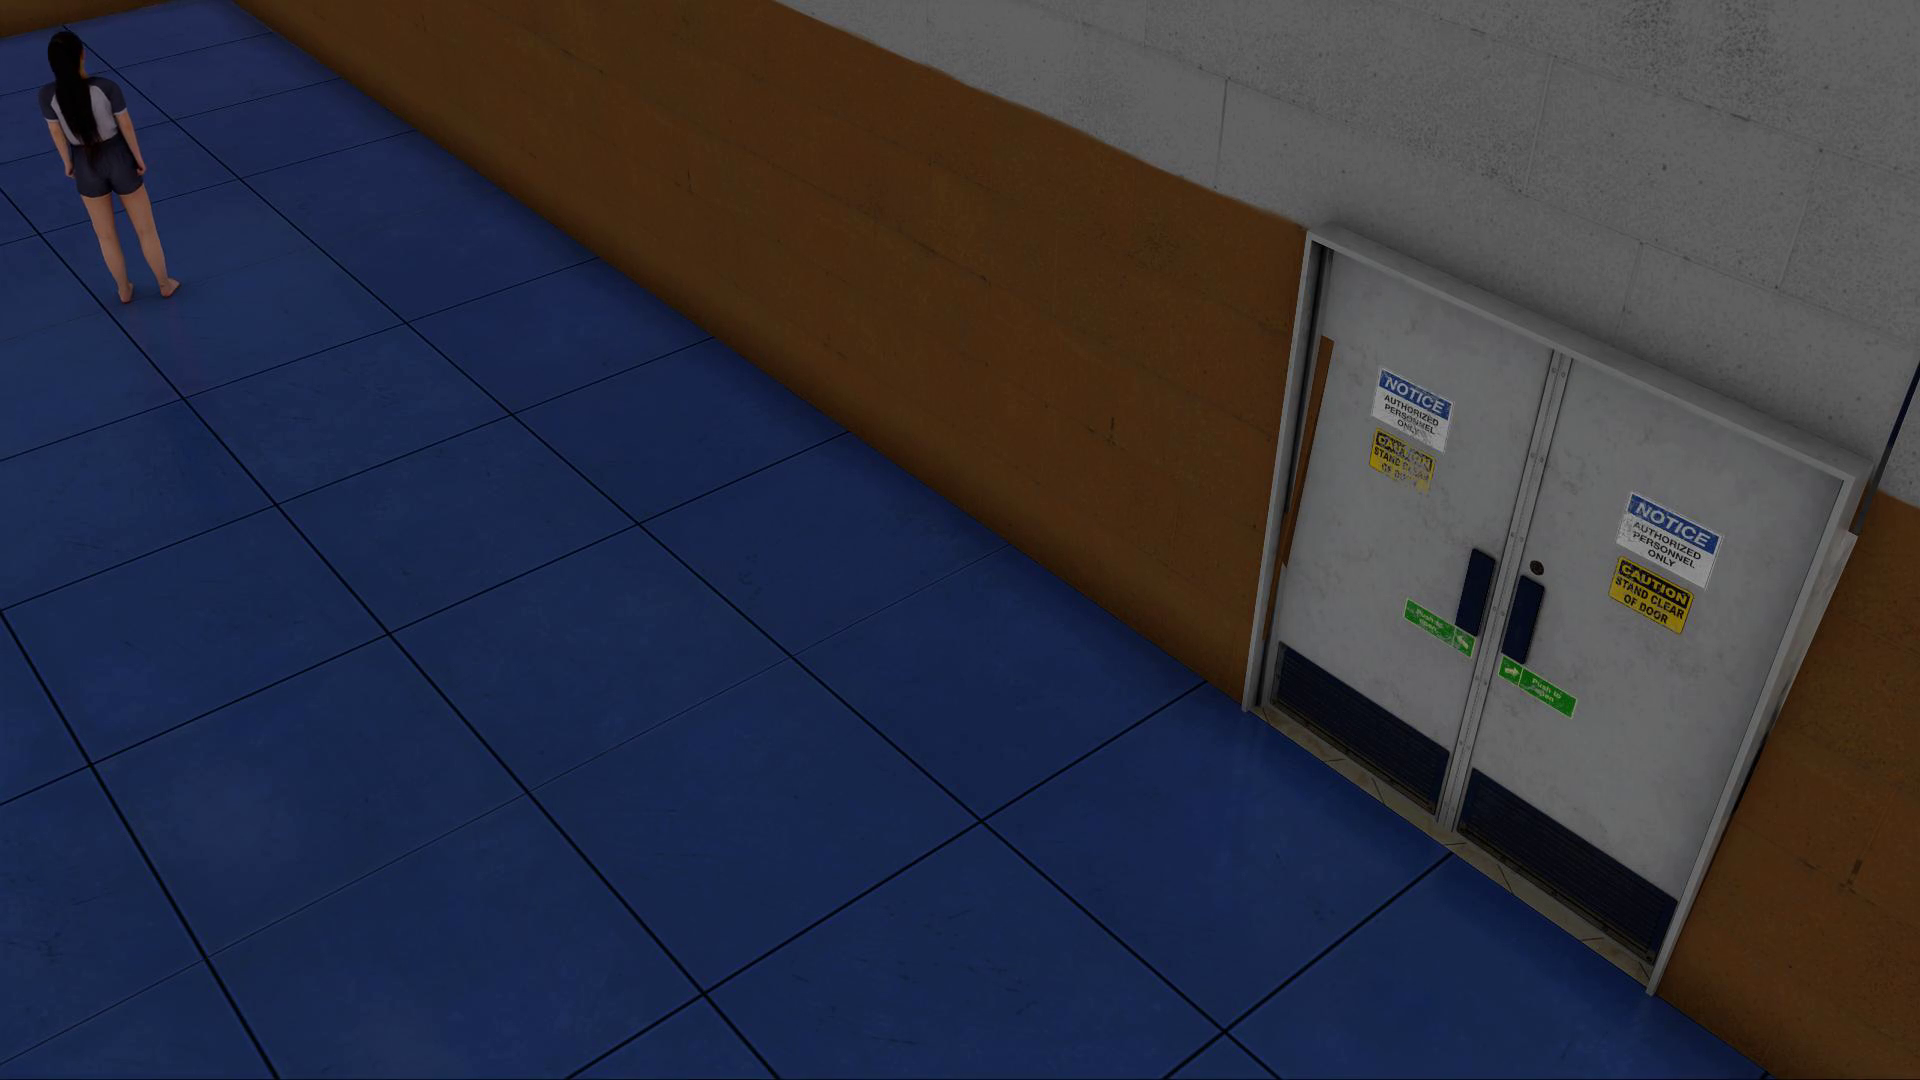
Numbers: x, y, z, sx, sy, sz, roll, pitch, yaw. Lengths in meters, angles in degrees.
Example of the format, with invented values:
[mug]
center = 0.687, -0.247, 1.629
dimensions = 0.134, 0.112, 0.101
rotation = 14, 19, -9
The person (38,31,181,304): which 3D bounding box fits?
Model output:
[person]
center = -5.035, -2.178, 9.801
dimensions = 0.568, 1.650, 0.717
rotation = -11, 38, -14
